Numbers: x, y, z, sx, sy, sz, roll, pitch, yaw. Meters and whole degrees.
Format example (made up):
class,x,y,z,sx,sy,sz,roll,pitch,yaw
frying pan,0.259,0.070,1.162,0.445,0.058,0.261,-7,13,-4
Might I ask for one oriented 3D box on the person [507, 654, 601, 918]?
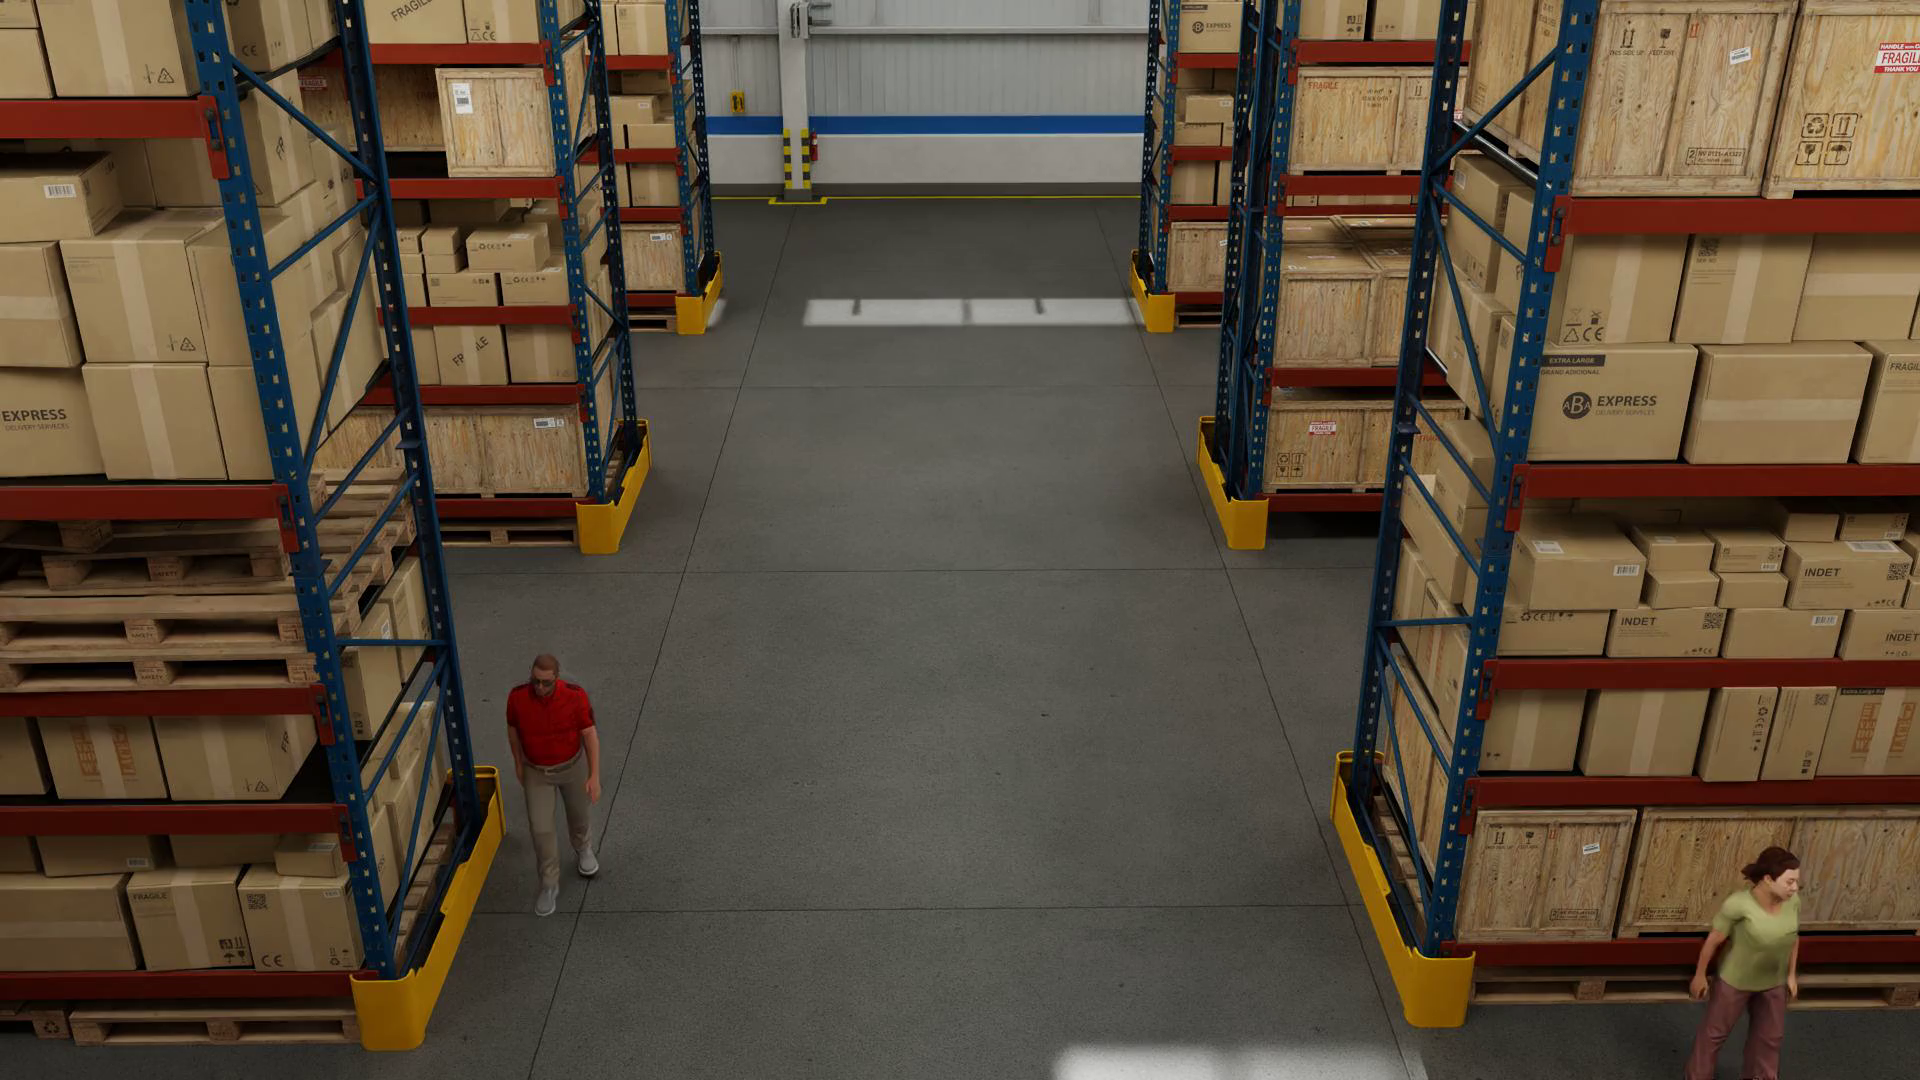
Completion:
class,x,y,z,sx,sy,sz,roll,pitch,yaw
person,-2.589,1.503,10.676,0.569,1.719,0.722,-4,25,-9

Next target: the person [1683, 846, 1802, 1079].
class,x,y,z,sx,sy,sz,roll,pitch,yaw
person,4.208,2.364,8.890,0.548,1.672,0.403,-3,25,-6
